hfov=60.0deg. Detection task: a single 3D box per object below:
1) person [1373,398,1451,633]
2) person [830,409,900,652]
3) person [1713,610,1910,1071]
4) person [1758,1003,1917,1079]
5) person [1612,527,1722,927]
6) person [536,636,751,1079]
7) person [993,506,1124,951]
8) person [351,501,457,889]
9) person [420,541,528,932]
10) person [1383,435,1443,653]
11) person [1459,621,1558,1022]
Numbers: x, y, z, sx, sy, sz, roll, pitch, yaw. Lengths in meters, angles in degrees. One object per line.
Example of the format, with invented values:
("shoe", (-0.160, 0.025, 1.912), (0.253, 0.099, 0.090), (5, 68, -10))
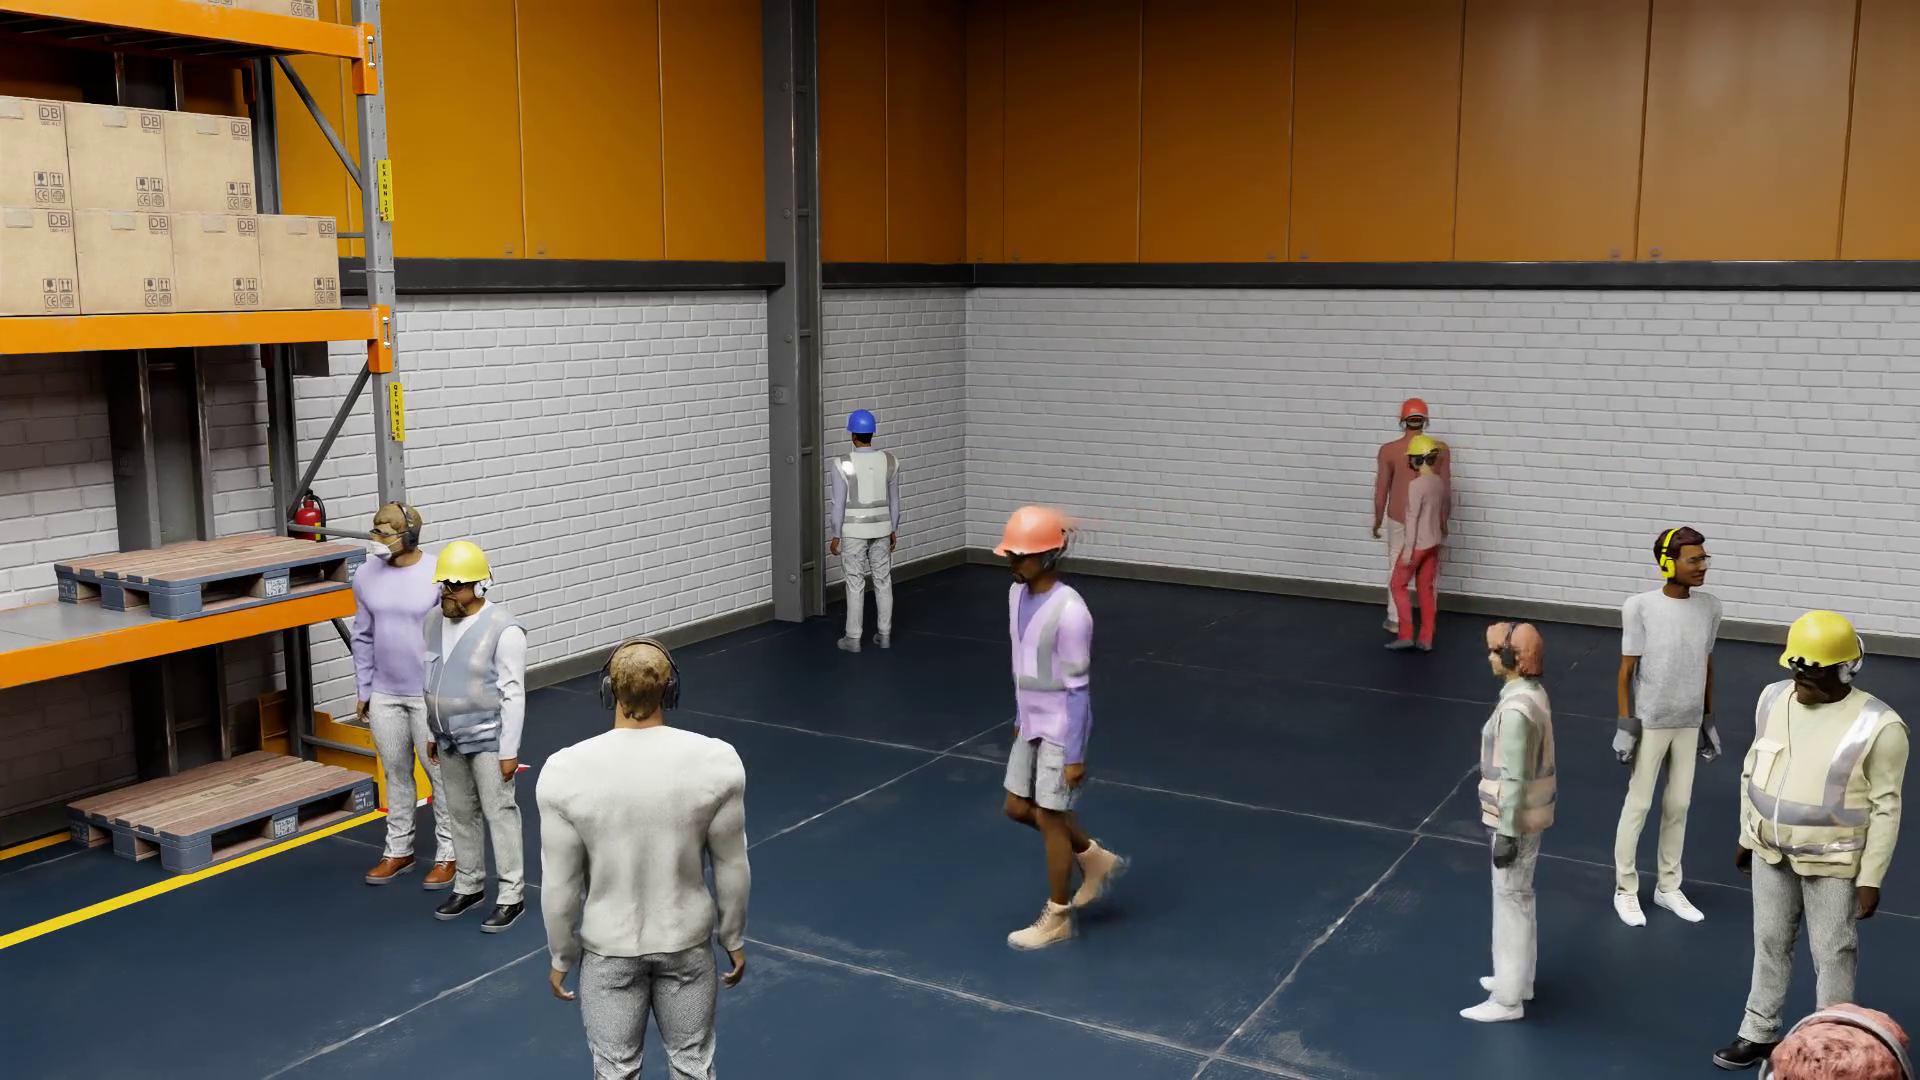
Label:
("person", (3.818, -0.204, 14.043), (0.623, 1.991, 0.397), (1, 9, 5))
("person", (-0.764, -0.073, 13.357), (0.605, 1.951, 0.383), (-5, 10, -29))
("person", (3.124, 1.148, 6.135), (0.403, 1.822, 0.589), (-5, 10, -29))
("person", (1.345, 1.665, 2.678), (0.637, 1.900, 0.404), (7, 12, 38))
("person", (3.306, 0.863, 7.751), (0.531, 1.875, 0.316), (-2, 9, -10))
("person", (-0.963, 1.250, 5.139), (0.636, 1.939, 0.364), (-2, 9, -15))
("person", (0.429, 0.835, 7.475), (0.634, 2.020, 0.642), (-4, 10, -23))
("person", (-2.699, 0.760, 8.202), (0.632, 1.936, 0.359), (2, 9, 15))
("person", (-2.257, 0.900, 7.693), (0.591, 1.826, 0.404), (5, 11, 30))
("person", (3.617, 0.034, 13.295), (0.436, 1.751, 0.562), (8, 12, 41))
("person", (2.250, 1.146, 6.762), (0.330, 1.632, 0.550), (4, 10, 23))
